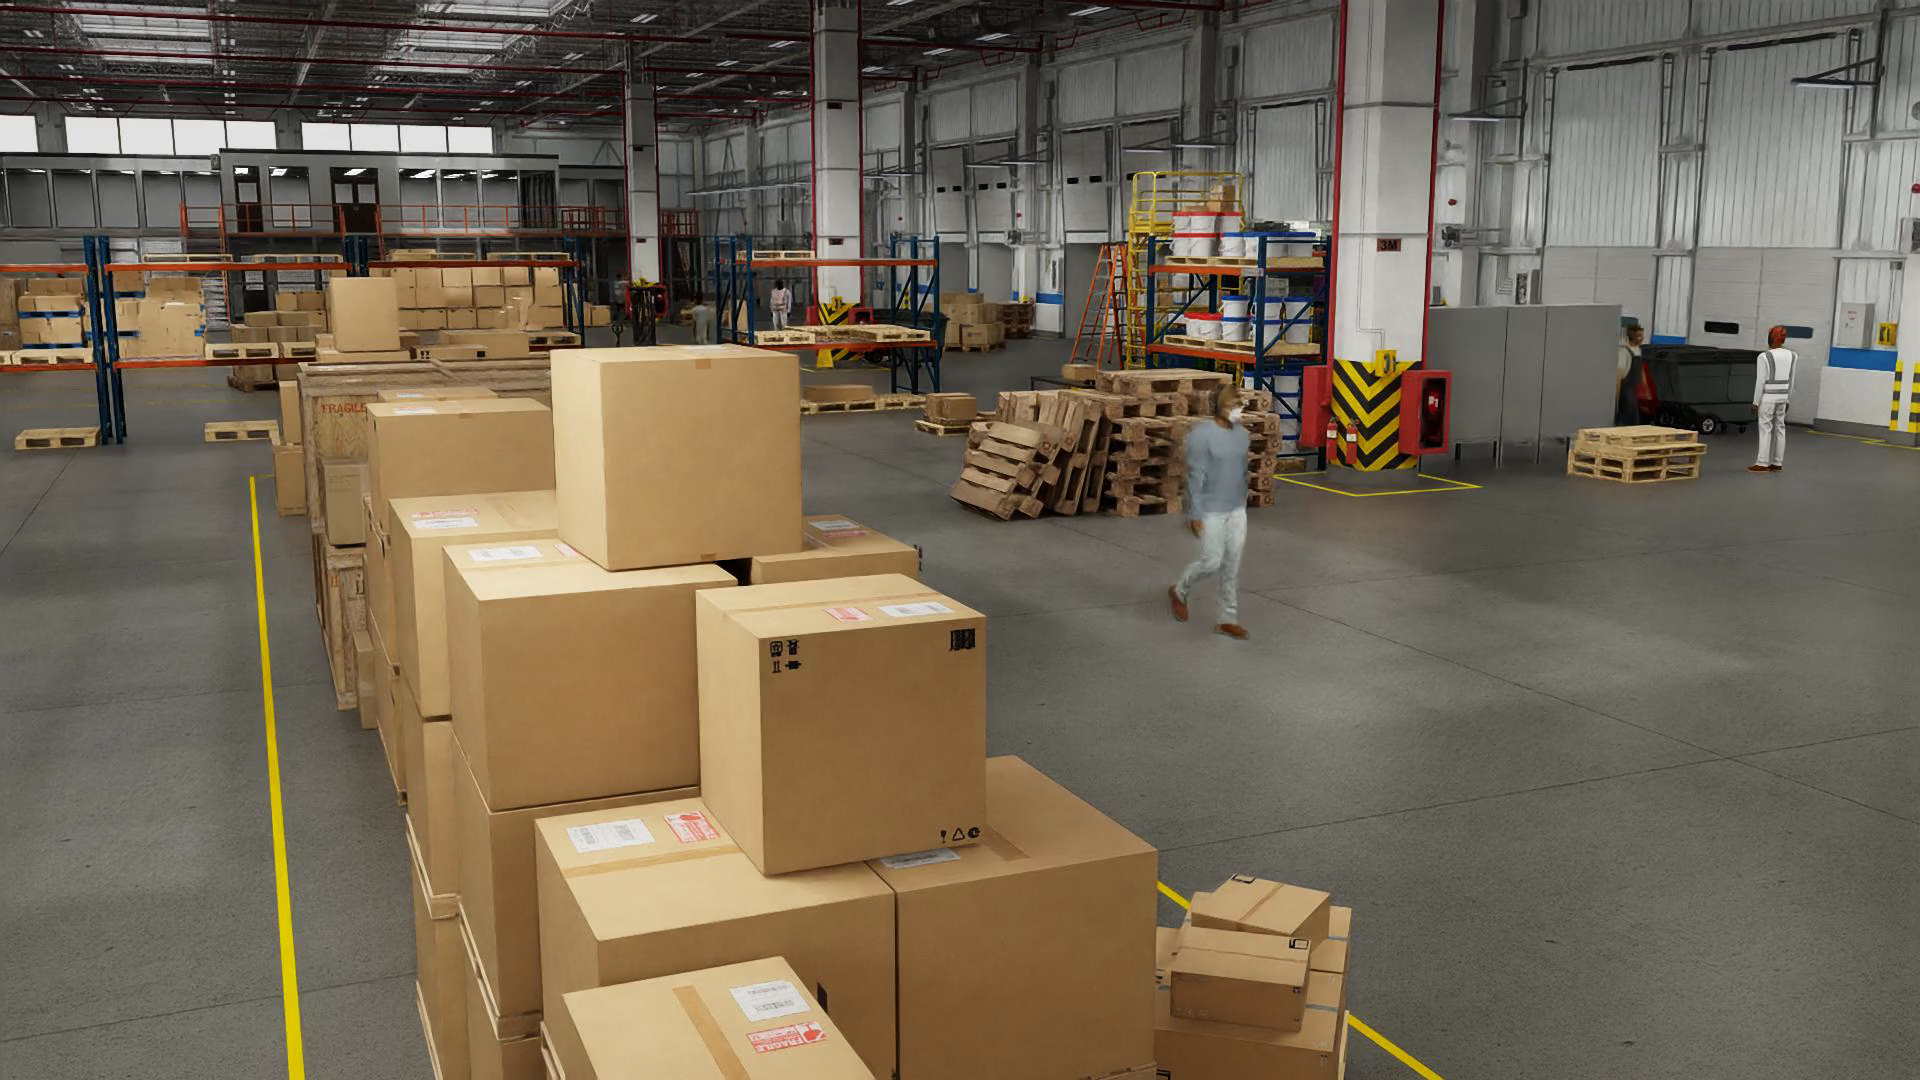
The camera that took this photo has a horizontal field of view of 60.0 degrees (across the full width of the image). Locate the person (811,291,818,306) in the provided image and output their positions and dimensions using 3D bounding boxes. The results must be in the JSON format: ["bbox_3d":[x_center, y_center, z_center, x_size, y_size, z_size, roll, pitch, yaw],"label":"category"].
[{"bbox_3d":[-3.600,-5.902,43.710,0.640,1.970,0.527,-2,11,-12],"label":"person"}]

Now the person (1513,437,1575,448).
[{"bbox_3d":[8.428,-2.168,23.892,0.917,1.690,0.497,5,11,25],"label":"person"}]

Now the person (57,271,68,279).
[{"bbox_3d":[-28.723,-7.674,53.337,0.629,2.019,0.638,4,11,23],"label":"person"}]

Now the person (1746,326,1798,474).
[{"bbox_3d":[10.382,-1.784,21.271,0.576,1.882,0.355,-3,11,-18],"label":"person"}]

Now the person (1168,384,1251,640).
[{"bbox_3d":[1.929,-0.224,12.554,0.642,1.927,0.647,-8,13,-36],"label":"person"}]

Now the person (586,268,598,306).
[{"bbox_3d":[-14.579,-9.904,66.188,0.645,1.823,0.432,5,11,25],"label":"person"}]

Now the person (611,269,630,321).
[{"bbox_3d":[-12.478,-9.017,61.127,0.562,1.895,0.991,8,13,37],"label":"person"}]

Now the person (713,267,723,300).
[{"bbox_3d":[-11.896,-12.790,81.747,0.386,1.948,0.604,6,12,32],"label":"person"}]

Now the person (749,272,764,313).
[{"bbox_3d":[-8.316,-10.019,67.296,0.546,1.648,0.889,-9,14,-41],"label":"person"}]

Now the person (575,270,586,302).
[{"bbox_3d":[-15.391,-10.095,67.393,0.319,1.769,0.523,8,13,36],"label":"person"}]

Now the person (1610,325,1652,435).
[{"bbox_3d":[9.371,-2.085,23.166,0.530,1.795,0.941,-10,14,-44],"label":"person"}]

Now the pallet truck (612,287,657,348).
[{"bbox_3d":[-6.464,-4.406,35.401,0.823,1.965,1.885,6,12,32],"label":"pallet truck"}]

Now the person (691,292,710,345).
[{"bbox_3d":[-5.606,-4.471,36.187,0.782,1.852,0.523,10,14,44],"label":"person"}]

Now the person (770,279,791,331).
[{"bbox_3d":[-5.129,-6.510,47.428,0.621,1.845,0.429,3,11,17],"label":"person"}]
